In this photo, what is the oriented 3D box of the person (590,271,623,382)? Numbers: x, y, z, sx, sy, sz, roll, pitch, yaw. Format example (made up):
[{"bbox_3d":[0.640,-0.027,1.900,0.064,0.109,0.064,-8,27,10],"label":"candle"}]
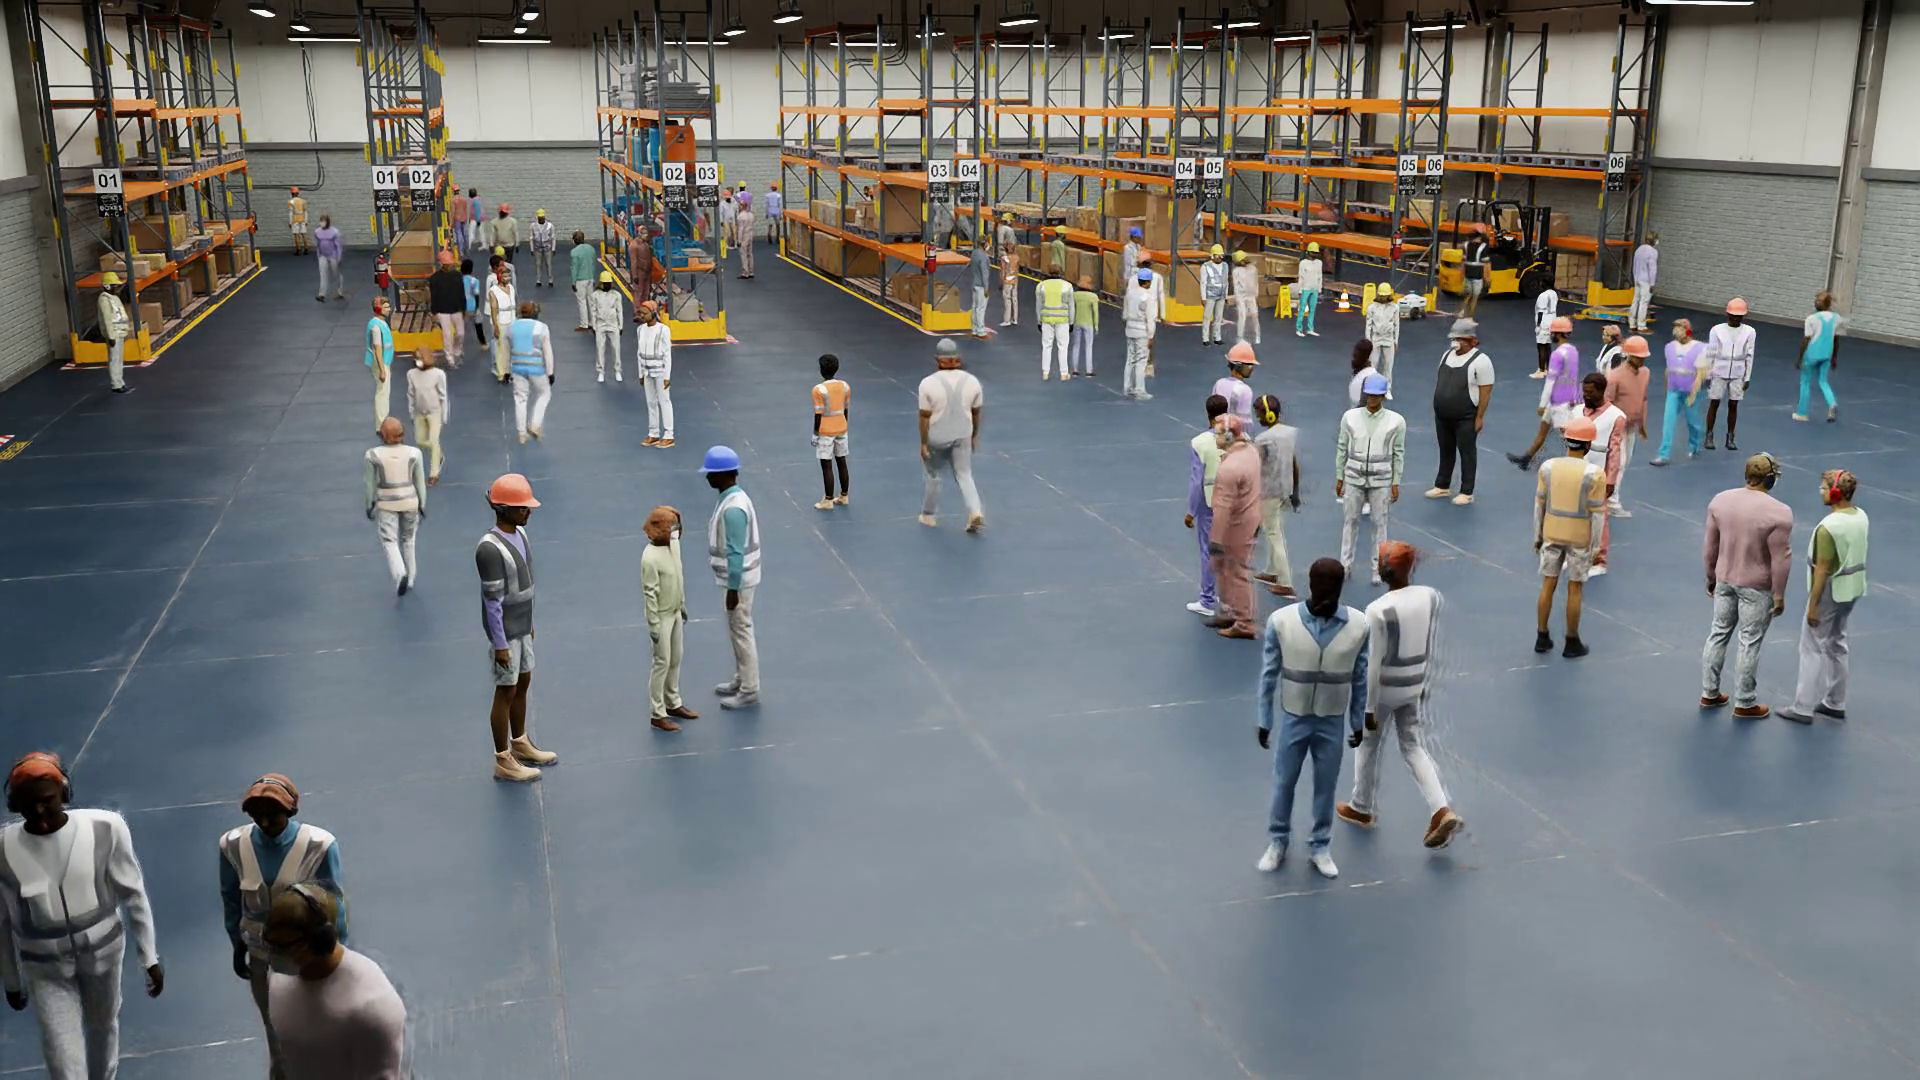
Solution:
[{"bbox_3d":[-5.541,-3.353,26.148,0.486,1.736,0.322,-3,15,-13],"label":"person"}]

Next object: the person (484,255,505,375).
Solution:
[{"bbox_3d":[-7.466,-3.623,26.806,0.393,1.919,0.590,-5,16,-19],"label":"person"}]

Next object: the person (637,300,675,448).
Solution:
[{"bbox_3d":[-3.893,-2.113,21.216,0.576,1.876,0.356,11,18,35],"label":"person"}]

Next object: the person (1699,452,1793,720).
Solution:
[{"bbox_3d":[5.620,0.325,11.911,0.354,1.937,0.635,-9,17,-31],"label":"person"}]

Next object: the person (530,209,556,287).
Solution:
[{"bbox_3d":[-9.830,-6.869,39.186,0.602,1.829,0.404,-1,15,-4],"label":"person"}]

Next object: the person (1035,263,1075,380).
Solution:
[{"bbox_3d":[1.509,-3.444,26.279,0.627,1.844,0.429,4,15,13],"label":"person"}]

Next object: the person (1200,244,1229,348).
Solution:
[{"bbox_3d":[4.571,-4.372,29.789,0.592,1.833,0.404,-8,17,-27],"label":"person"}]

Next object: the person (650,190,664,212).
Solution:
[{"bbox_3d":[-8.517,-9.068,47.296,0.586,1.917,0.381,2,15,6],"label":"person"}]

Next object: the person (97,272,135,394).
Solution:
[{"bbox_3d":[-12.729,-3.120,25.075,0.403,1.831,0.596,-4,15,-14],"label":"person"}]

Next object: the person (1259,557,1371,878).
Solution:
[{"bbox_3d":[2.005,0.996,9.458,0.607,1.910,0.393,0,15,1],"label":"person"}]

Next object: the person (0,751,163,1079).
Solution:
[{"bbox_3d":[-3.642,1.728,6.840,0.595,1.842,0.978,-10,18,-32],"label":"person"}]

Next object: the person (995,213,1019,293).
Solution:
[{"bbox_3d":[1.081,-6.547,38.052,0.405,1.808,0.673,-11,19,-36],"label":"person"}]

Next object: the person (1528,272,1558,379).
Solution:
[{"bbox_3d":[9.290,-3.402,26.416,0.321,1.689,0.530,12,19,37],"label":"person"}]

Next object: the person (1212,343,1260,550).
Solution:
[{"bbox_3d":[2.714,-0.921,16.408,0.395,2.039,0.607,-6,16,-20],"label":"person"}]

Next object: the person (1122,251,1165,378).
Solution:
[{"bbox_3d":[2.925,-3.637,26.737,0.619,1.978,1.061,-7,16,-25],"label":"person"}]

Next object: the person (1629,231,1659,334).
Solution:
[{"bbox_3d":[12.947,-4.867,31.458,0.372,1.935,0.629,-2,15,-8],"label":"person"}]

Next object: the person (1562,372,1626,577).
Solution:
[{"bbox_3d":[5.917,-0.625,15.556,0.400,1.908,0.599,-7,16,-25],"label":"person"}]

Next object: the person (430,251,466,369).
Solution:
[{"bbox_3d":[-8.383,-3.774,27.313,0.614,1.961,0.555,-14,20,-43],"label":"person"}]

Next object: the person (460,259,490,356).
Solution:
[{"bbox_3d":[-8.550,-4.044,28.914,0.539,1.647,0.907,3,15,13],"label":"person"}]

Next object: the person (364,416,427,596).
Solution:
[{"bbox_3d":[-5.022,-0.294,14.851,0.526,1.613,0.603,-7,17,-26],"label":"person"}]

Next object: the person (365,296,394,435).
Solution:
[{"bbox_3d":[-7.657,-2.299,21.989,0.388,1.837,0.560,-4,15,-13],"label":"person"}]

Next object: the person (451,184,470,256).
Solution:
[{"bbox_3d":[-14.211,-9.069,47.165,0.392,1.988,0.608,8,17,28],"label":"person"}]

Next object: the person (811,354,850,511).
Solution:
[{"bbox_3d":[-1.402,-1.164,17.975,0.316,1.695,0.541,12,19,38],"label":"person"}]

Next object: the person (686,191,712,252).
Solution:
[{"bbox_3d":[-7.113,-8.534,45.049,0.791,2.000,0.538,0,15,0],"label":"person"}]

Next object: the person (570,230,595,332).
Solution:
[{"bbox_3d":[-7.190,-4.936,31.733,0.377,1.929,0.633,8,17,27],"label":"person"}]

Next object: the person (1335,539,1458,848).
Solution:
[{"bbox_3d":[2.626,0.910,9.866,0.584,1.858,0.829,-8,17,-28],"label":"person"}]

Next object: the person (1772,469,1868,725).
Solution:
[{"bbox_3d":[6.186,0.405,11.817,0.578,1.835,0.418,-10,18,-34],"label":"person"}]

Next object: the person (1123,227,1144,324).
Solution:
[{"bbox_3d":[3.405,-5.143,32.498,0.436,1.944,0.645,10,18,32],"label":"person"}]

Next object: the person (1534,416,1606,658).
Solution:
[{"bbox_3d":[4.853,-0.027,13.239,0.551,1.934,0.372,13,20,41],"label":"person"}]

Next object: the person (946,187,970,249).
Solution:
[{"bbox_3d":[0.031,-9.567,49.235,0.992,1.882,0.548,-6,16,-21],"label":"person"}]

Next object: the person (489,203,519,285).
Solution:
[{"bbox_3d":[-10.709,-6.901,39.016,0.641,1.969,0.586,0,15,1],"label":"person"}]

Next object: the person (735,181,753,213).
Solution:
[{"bbox_3d":[-6.580,-9.944,50.569,0.588,1.930,0.361,-10,18,-33],"label":"person"}]

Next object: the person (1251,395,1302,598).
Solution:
[{"bbox_3d":[2.741,-0.407,14.892,0.544,1.828,0.738,-13,20,-40],"label":"person"}]

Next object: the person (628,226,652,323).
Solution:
[{"bbox_3d":[-6.323,-5.293,33.138,0.399,1.900,0.648,5,16,17],"label":"person"}]

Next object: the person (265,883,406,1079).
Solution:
[{"bbox_3d":[-2.080,2.021,5.627,0.651,1.897,0.955,8,17,29],"label":"person"}]

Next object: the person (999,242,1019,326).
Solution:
[{"bbox_3d":[0.967,-5.009,32.554,0.306,1.640,0.522,12,19,39],"label":"person"}]

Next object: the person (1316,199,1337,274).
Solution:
[{"bbox_3d":[9.238,-7.750,42.443,0.658,1.856,0.988,-11,18,-34],"label":"person"}]

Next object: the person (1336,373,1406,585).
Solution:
[{"bbox_3d":[3.736,-0.557,15.206,0.605,1.951,0.381,5,16,20],"label":"person"}]
